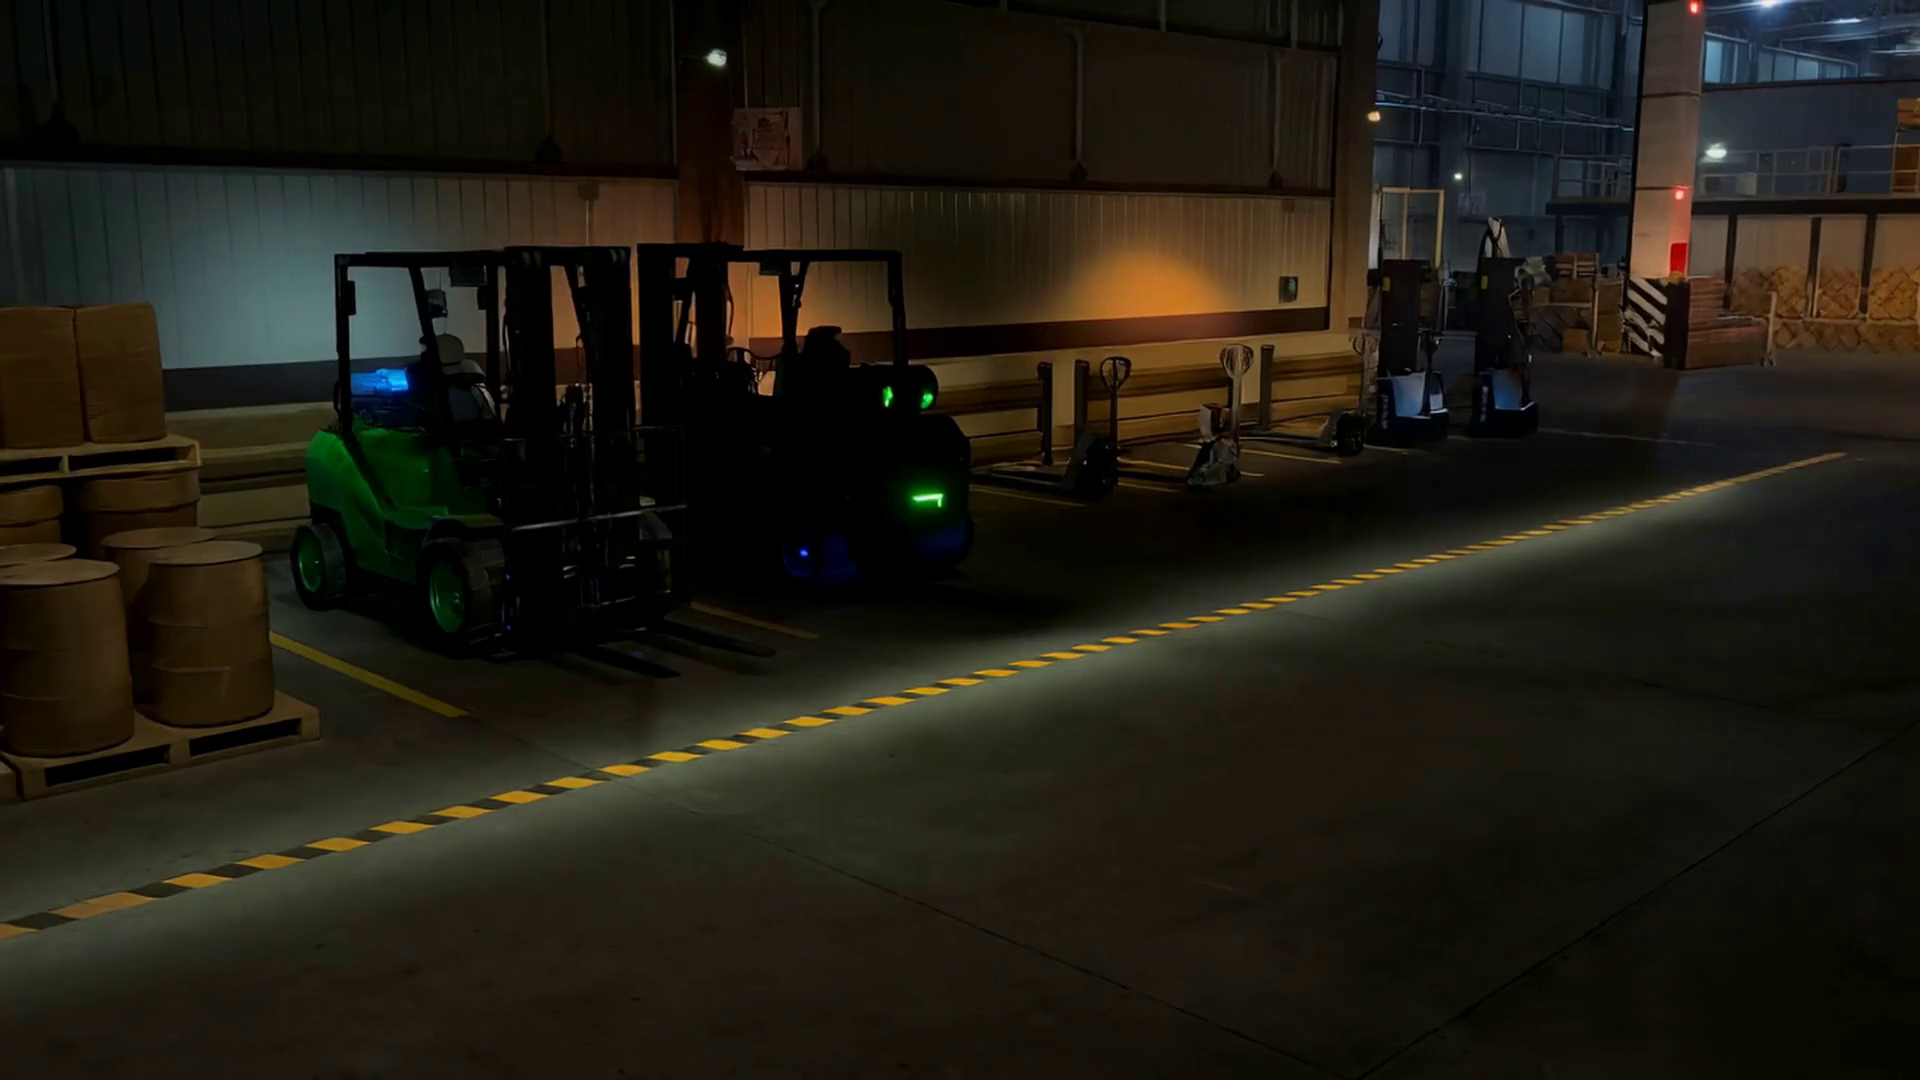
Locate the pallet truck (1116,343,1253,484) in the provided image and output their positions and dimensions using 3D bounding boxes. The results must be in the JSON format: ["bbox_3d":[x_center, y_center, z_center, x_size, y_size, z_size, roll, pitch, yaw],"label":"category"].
[{"bbox_3d":[1.962,-1.215,15.415,1.522,1.261,0.704,10,14,43],"label":"pallet truck"}]

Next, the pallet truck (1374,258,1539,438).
[{"bbox_3d":[5.704,-2.208,18.901,1.885,1.965,0.823,10,14,43],"label":"pallet truck"}]

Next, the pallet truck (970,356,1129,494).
[{"bbox_3d":[0.784,-1.085,14.876,0.680,1.201,1.601,-10,14,-44],"label":"pallet truck"}]

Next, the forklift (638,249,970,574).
[{"bbox_3d":[-1.173,-0.958,11.239,2.680,1.987,1.157,10,14,43],"label":"forklift"}]

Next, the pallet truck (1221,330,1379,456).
[{"bbox_3d":[3.563,-1.581,17.381,0.653,1.274,1.630,-10,14,-44],"label":"pallet truck"}]

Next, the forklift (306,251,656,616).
[{"bbox_3d":[-2.833,-0.669,9.694,1.157,1.987,2.680,-10,14,-44],"label":"forklift"}]

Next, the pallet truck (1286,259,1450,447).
[{"bbox_3d":[4.493,-2.078,18.196,0.823,1.965,1.885,-9,14,-40],"label":"pallet truck"}]
